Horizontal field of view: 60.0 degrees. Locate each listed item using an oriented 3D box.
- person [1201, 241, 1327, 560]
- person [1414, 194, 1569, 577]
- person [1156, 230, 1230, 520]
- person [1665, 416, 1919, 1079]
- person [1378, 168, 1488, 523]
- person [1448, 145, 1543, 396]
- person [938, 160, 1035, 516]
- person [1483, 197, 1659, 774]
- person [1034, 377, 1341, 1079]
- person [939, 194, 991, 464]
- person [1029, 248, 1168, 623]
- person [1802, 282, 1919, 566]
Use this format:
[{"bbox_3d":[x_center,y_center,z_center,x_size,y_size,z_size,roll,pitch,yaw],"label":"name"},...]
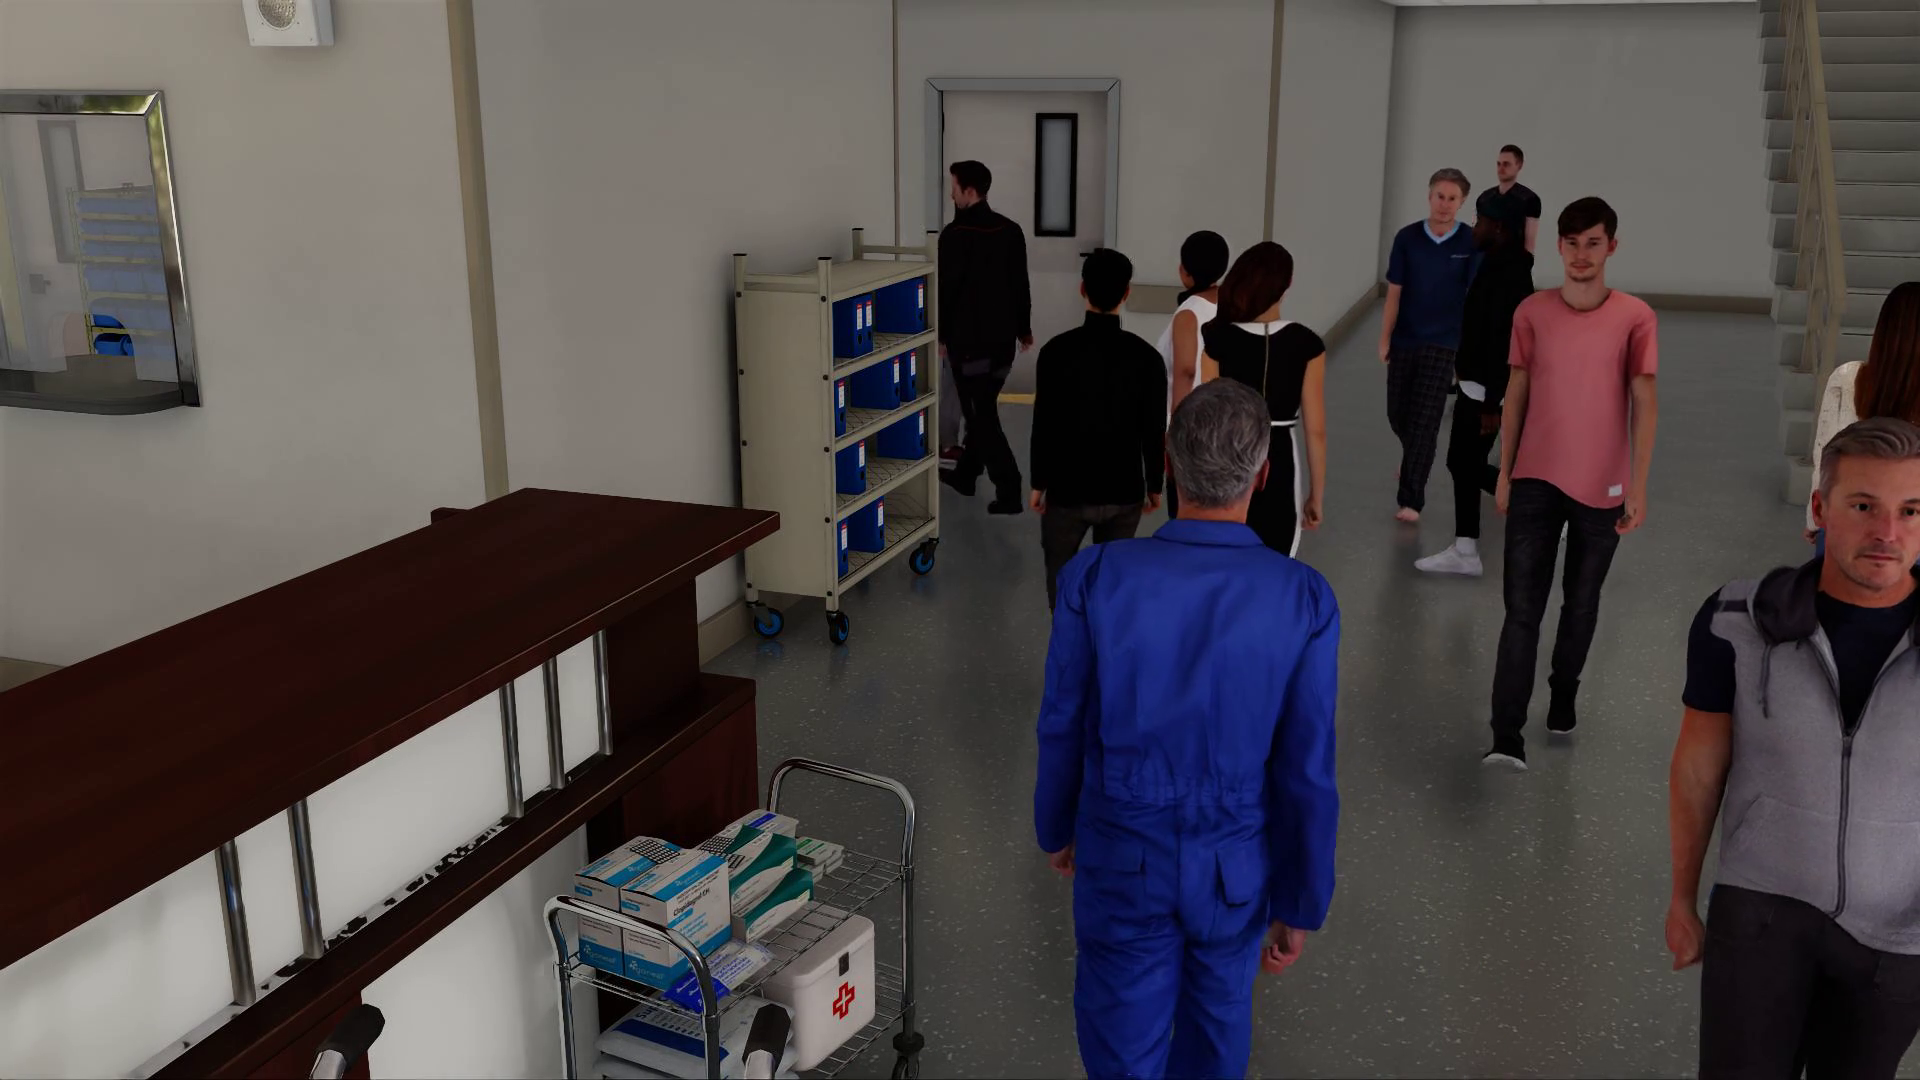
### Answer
[{"bbox_3d":[1.011,-0.101,5.698,0.663,1.788,0.656,1,16,3],"label":"person"},{"bbox_3d":[2.549,-0.682,7.747,0.872,1.793,0.945,2,16,6],"label":"person"},{"bbox_3d":[1.064,-0.530,7.403,0.707,1.687,0.818,-14,21,-40],"label":"person"},{"bbox_3d":[1.547,0.672,2.972,0.748,1.779,1.161,6,17,22],"label":"person"},{"bbox_3d":[2.519,-1.051,8.973,0.728,1.839,1.077,8,18,27],"label":"person"},{"bbox_3d":[4.063,-1.964,12.284,1.284,1.800,1.039,-14,21,-41],"label":"person"},{"bbox_3d":[0.155,-1.017,8.812,1.262,1.860,1.214,-10,19,-32],"label":"person"},{"bbox_3d":[2.132,-0.176,5.748,0.644,1.904,1.229,6,17,21],"label":"person"},{"bbox_3d":[0.383,0.664,3.002,0.952,1.777,1.302,1,16,4],"label":"person"},{"bbox_3d":[-0.061,-1.301,10.079,0.742,1.719,0.660,1,16,4],"label":"person"},{"bbox_3d":[0.507,-0.208,6.213,0.749,1.713,0.715,0,16,0],"label":"person"},{"bbox_3d":[3.097,-0.026,5.606,0.656,1.692,0.600,9,18,29],"label":"person"}]
